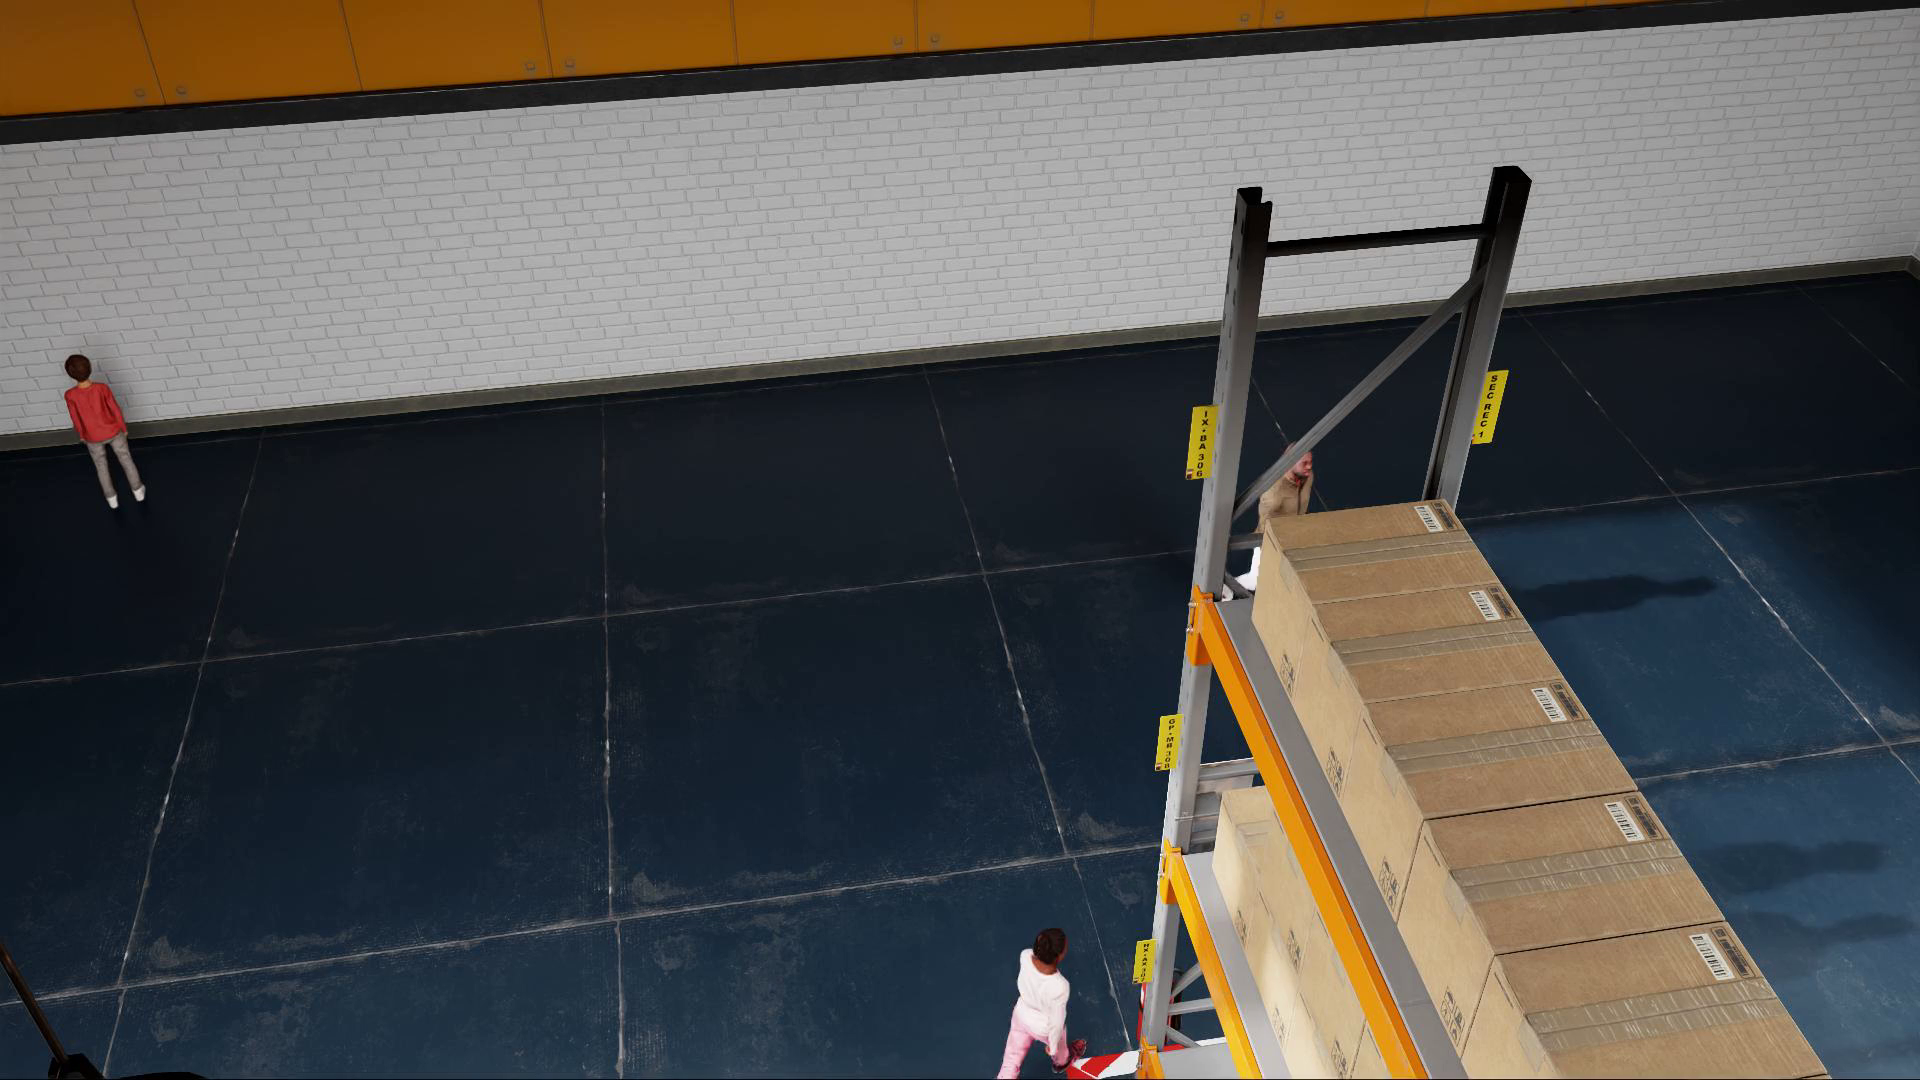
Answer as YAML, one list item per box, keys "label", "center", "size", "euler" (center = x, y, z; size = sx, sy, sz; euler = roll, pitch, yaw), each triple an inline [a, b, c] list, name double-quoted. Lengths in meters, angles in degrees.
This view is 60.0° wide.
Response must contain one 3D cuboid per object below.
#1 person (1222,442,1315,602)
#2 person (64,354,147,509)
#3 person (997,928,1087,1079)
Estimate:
- label: "person"
  center: [2.268, 0.007, 12.250]
  size: [1.051, 1.798, 1.266]
  euler: [-25, 45, -28]
- label: "person"
  center: [-7.065, -0.900, 13.692]
  size: [0.572, 1.416, 0.549]
  euler: [-17, 42, -20]
- label: "person"
  center: [0.386, 2.690, 9.194]
  size: [1.007, 1.420, 1.007]
  euler: [29, 47, 31]
